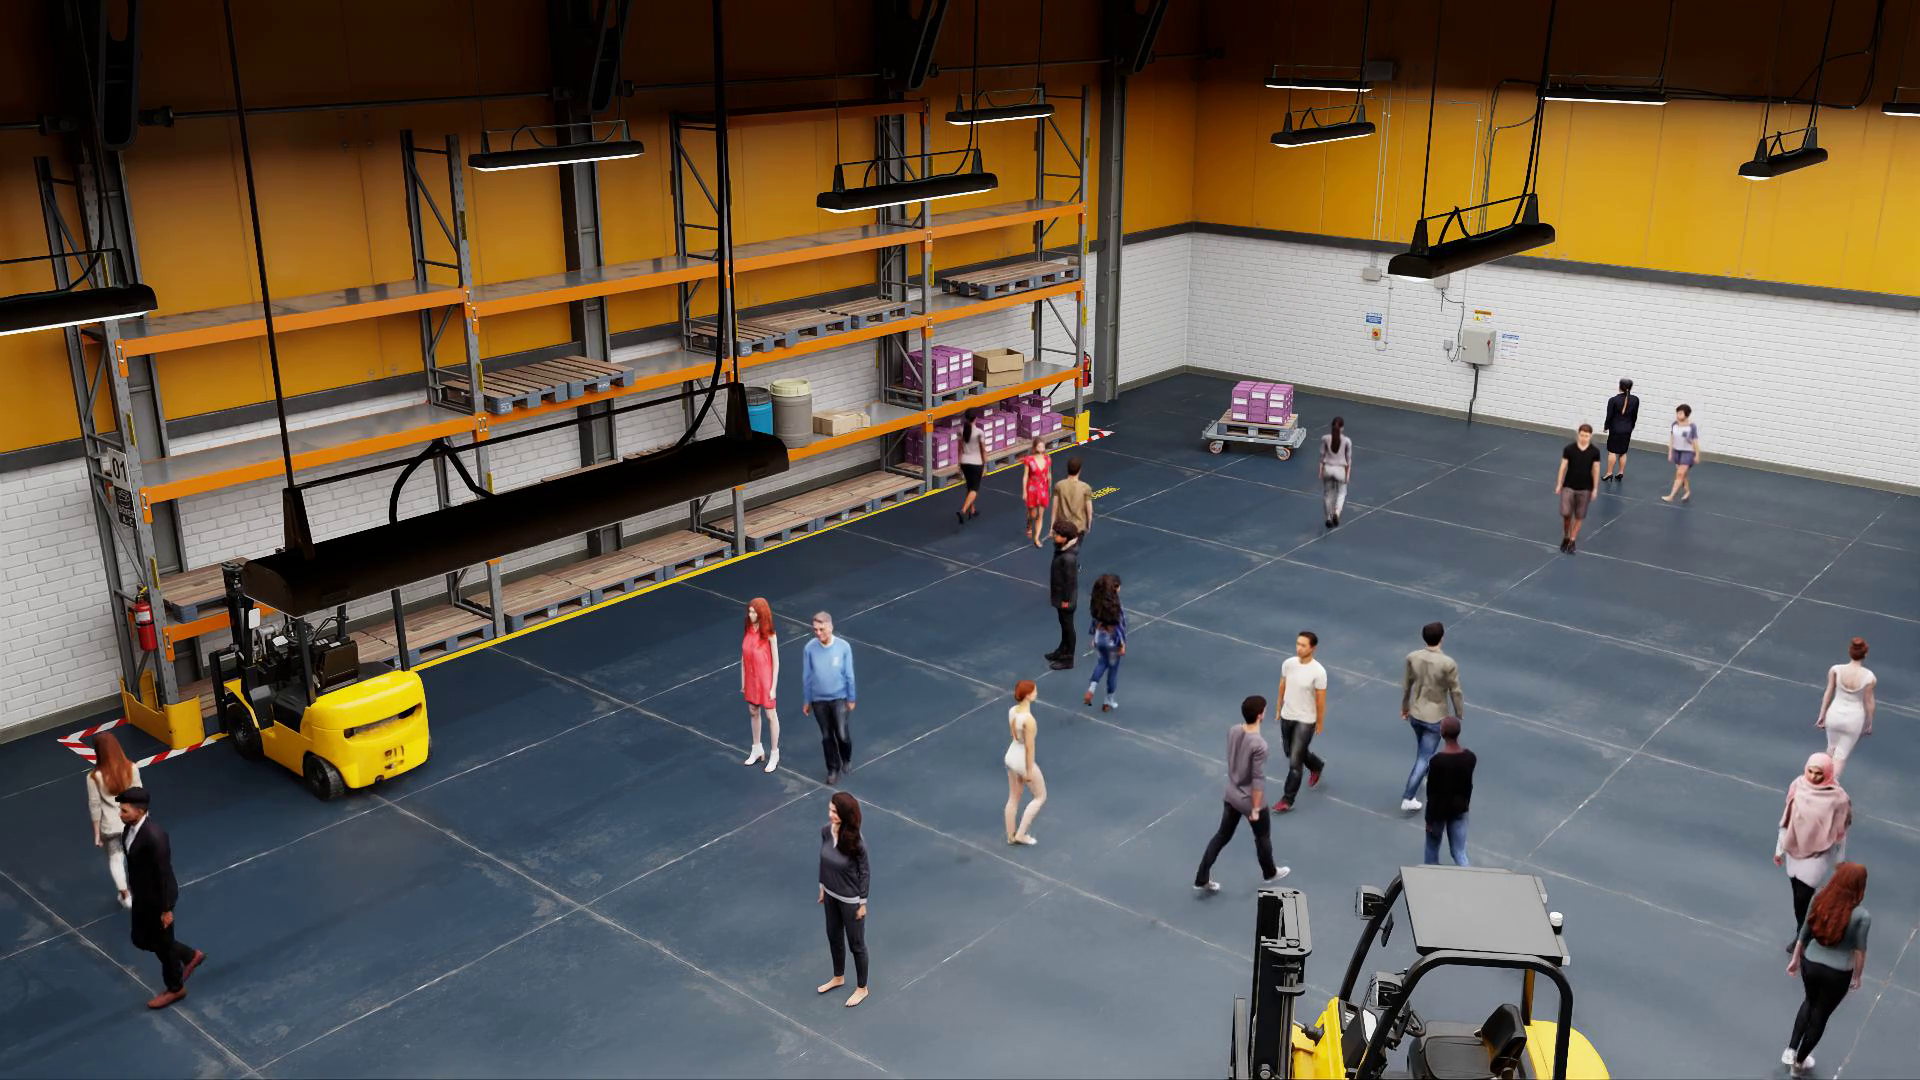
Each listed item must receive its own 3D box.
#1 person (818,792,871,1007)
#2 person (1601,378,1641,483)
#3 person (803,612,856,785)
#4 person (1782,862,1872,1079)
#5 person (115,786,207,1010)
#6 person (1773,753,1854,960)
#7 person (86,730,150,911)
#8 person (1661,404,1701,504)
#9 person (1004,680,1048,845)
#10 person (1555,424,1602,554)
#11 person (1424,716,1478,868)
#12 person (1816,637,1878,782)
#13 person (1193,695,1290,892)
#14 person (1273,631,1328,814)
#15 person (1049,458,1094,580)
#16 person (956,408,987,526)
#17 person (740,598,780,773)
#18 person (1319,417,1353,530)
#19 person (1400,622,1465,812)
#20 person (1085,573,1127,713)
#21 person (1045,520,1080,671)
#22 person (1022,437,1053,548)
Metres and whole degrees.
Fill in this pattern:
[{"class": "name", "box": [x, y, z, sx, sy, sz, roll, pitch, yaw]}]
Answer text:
[{"class": "person", "box": [-0.896, 2.760, 12.920, 0.620, 1.768, 0.513, 14, 23, 35]}, {"class": "person", "box": [10.493, -1.750, 26.456, 0.787, 1.675, 0.859, -3, 19, -8]}, {"class": "person", "box": [-1.287, 1.527, 16.541, 0.806, 1.793, 0.849, 1, 19, 2]}, {"class": "person", "box": [6.166, 3.134, 11.879, 0.684, 1.724, 0.649, -15, 24, -38]}, {"class": "person", "box": [-6.148, 2.715, 12.897, 0.729, 1.867, 0.739, 17, 25, 40]}, {"class": "person", "box": [6.953, 2.533, 13.567, 0.693, 1.785, 0.692, -13, 23, -35]}, {"class": "person", "box": [-7.035, 2.444, 13.994, 1.034, 1.681, 0.844, -13, 22, -33]}, {"class": "person", "box": [11.107, -1.326, 25.441, 1.059, 1.520, 0.828, -12, 22, -31]}, {"class": "person", "box": [0.491, 2.062, 15.204, 0.625, 1.633, 0.618, -11, 22, -30]}, {"class": "person", "box": [8.629, -0.750, 23.208, 0.794, 1.853, 0.765, 6, 20, 18]}, {"class": "person", "box": [4.201, 2.358, 14.172, 1.046, 1.730, 1.057, -4, 19, -12]}, {"class": "person", "box": [8.359, 1.786, 15.799, 0.601, 1.776, 0.757, 16, 25, 40]}, {"class": "person", "box": [2.385, 2.250, 14.376, 1.279, 1.805, 0.955, -11, 21, -29]}, {"class": "person", "box": [3.328, 1.708, 16.024, 1.123, 1.780, 0.752, -16, 24, -40]}, {"class": "person", "box": [1.401, -0.102, 21.366, 0.882, 1.801, 1.296, 8, 20, 22]}, {"class": "person", "box": [0.129, -1.052, 24.311, 0.763, 1.722, 1.131, 10, 21, 26]}, {"class": "person", "box": [-2.001, 1.440, 16.746, 0.597, 1.828, 0.521, 13, 22, 33]}, {"class": "person", "box": [5.402, -0.942, 24.068, 0.716, 1.668, 0.755, 7, 20, 20]}, {"class": "person", "box": [4.441, 1.724, 15.905, 0.768, 1.826, 1.182, 17, 25, 42]}, {"class": "person", "box": [1.552, 1.132, 17.999, 0.642, 1.610, 0.727, 17, 25, 41]}, {"class": "person", "box": [1.224, 0.619, 19.262, 0.779, 1.778, 0.721, -2, 19, -5]}, {"class": "person", "box": [1.069, -0.700, 23.478, 0.791, 1.586, 0.825, -6, 19, -16]}]
